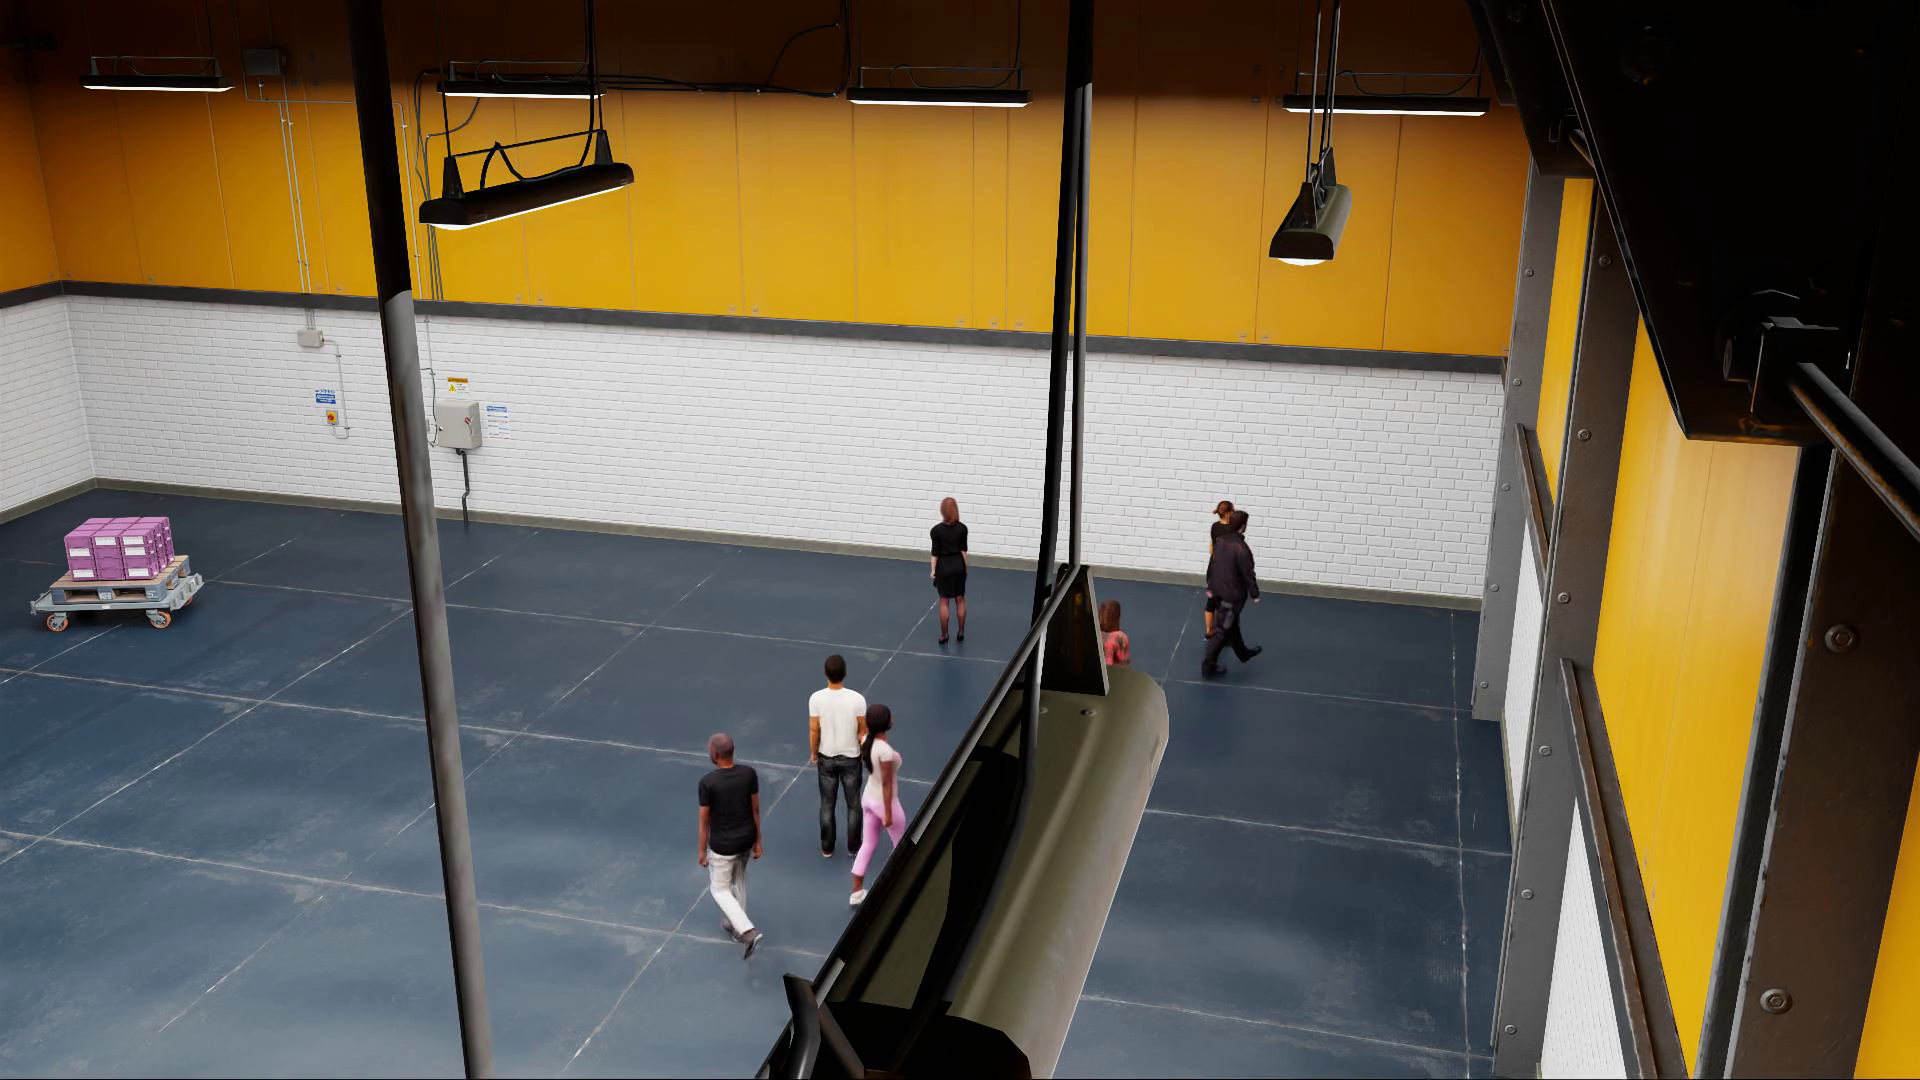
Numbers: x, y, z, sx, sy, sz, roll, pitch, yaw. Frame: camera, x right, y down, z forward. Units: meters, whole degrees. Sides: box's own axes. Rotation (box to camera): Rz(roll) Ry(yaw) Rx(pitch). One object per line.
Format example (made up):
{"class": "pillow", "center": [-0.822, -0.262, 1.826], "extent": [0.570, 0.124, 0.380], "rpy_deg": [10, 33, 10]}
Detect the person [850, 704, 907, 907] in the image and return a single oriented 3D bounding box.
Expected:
{"class": "person", "center": [-0.696, 2.131, 13.219], "extent": [1.064, 1.712, 0.981], "rpy_deg": [-11, 22, -30]}

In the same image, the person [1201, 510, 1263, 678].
{"class": "person", "center": [2.775, 0.604, 17.614], "extent": [1.154, 1.801, 1.135], "rpy_deg": [-8, 20, -22]}

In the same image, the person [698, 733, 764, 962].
{"class": "person", "center": [-1.691, 2.334, 12.510], "extent": [1.053, 1.780, 1.062], "rpy_deg": [-13, 22, -33]}

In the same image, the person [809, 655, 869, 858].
{"class": "person", "center": [-1.023, 1.815, 14.015], "extent": [0.693, 1.803, 0.620], "rpy_deg": [0, 19, 0]}

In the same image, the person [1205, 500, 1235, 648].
{"class": "person", "center": [2.914, 0.356, 18.558], "extent": [0.713, 1.668, 0.642], "rpy_deg": [-9, 21, -25]}

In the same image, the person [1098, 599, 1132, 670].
{"class": "person", "center": [1.323, 1.371, 15.502], "extent": [0.746, 1.695, 0.799], "rpy_deg": [13, 22, 33]}

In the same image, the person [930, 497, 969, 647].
{"class": "person", "center": [-0.104, 0.347, 18.526], "extent": [0.659, 1.705, 0.670], "rpy_deg": [-6, 19, -16]}
